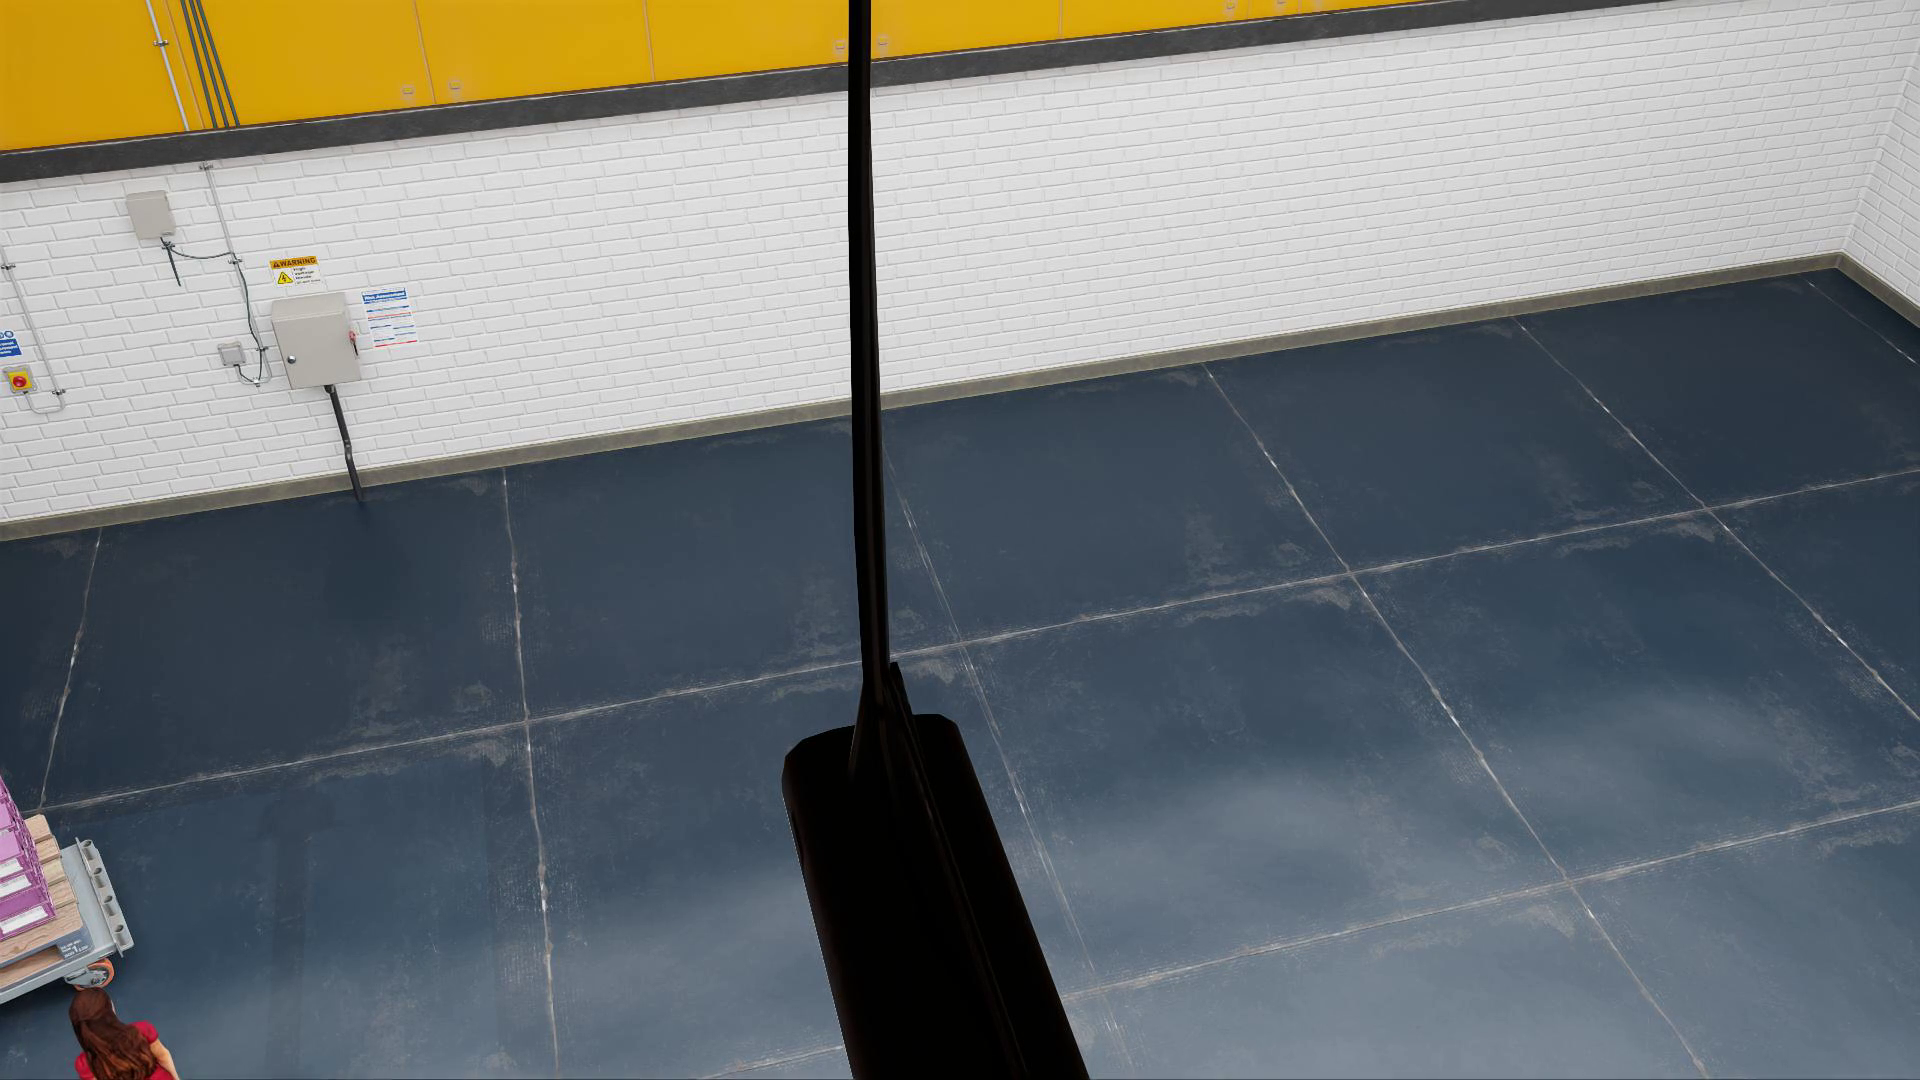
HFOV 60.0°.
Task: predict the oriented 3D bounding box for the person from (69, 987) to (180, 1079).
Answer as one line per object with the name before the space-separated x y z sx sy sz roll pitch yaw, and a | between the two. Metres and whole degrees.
person | -3.901 2.674 7.946 0.662 1.552 0.722 -32 48 -33
